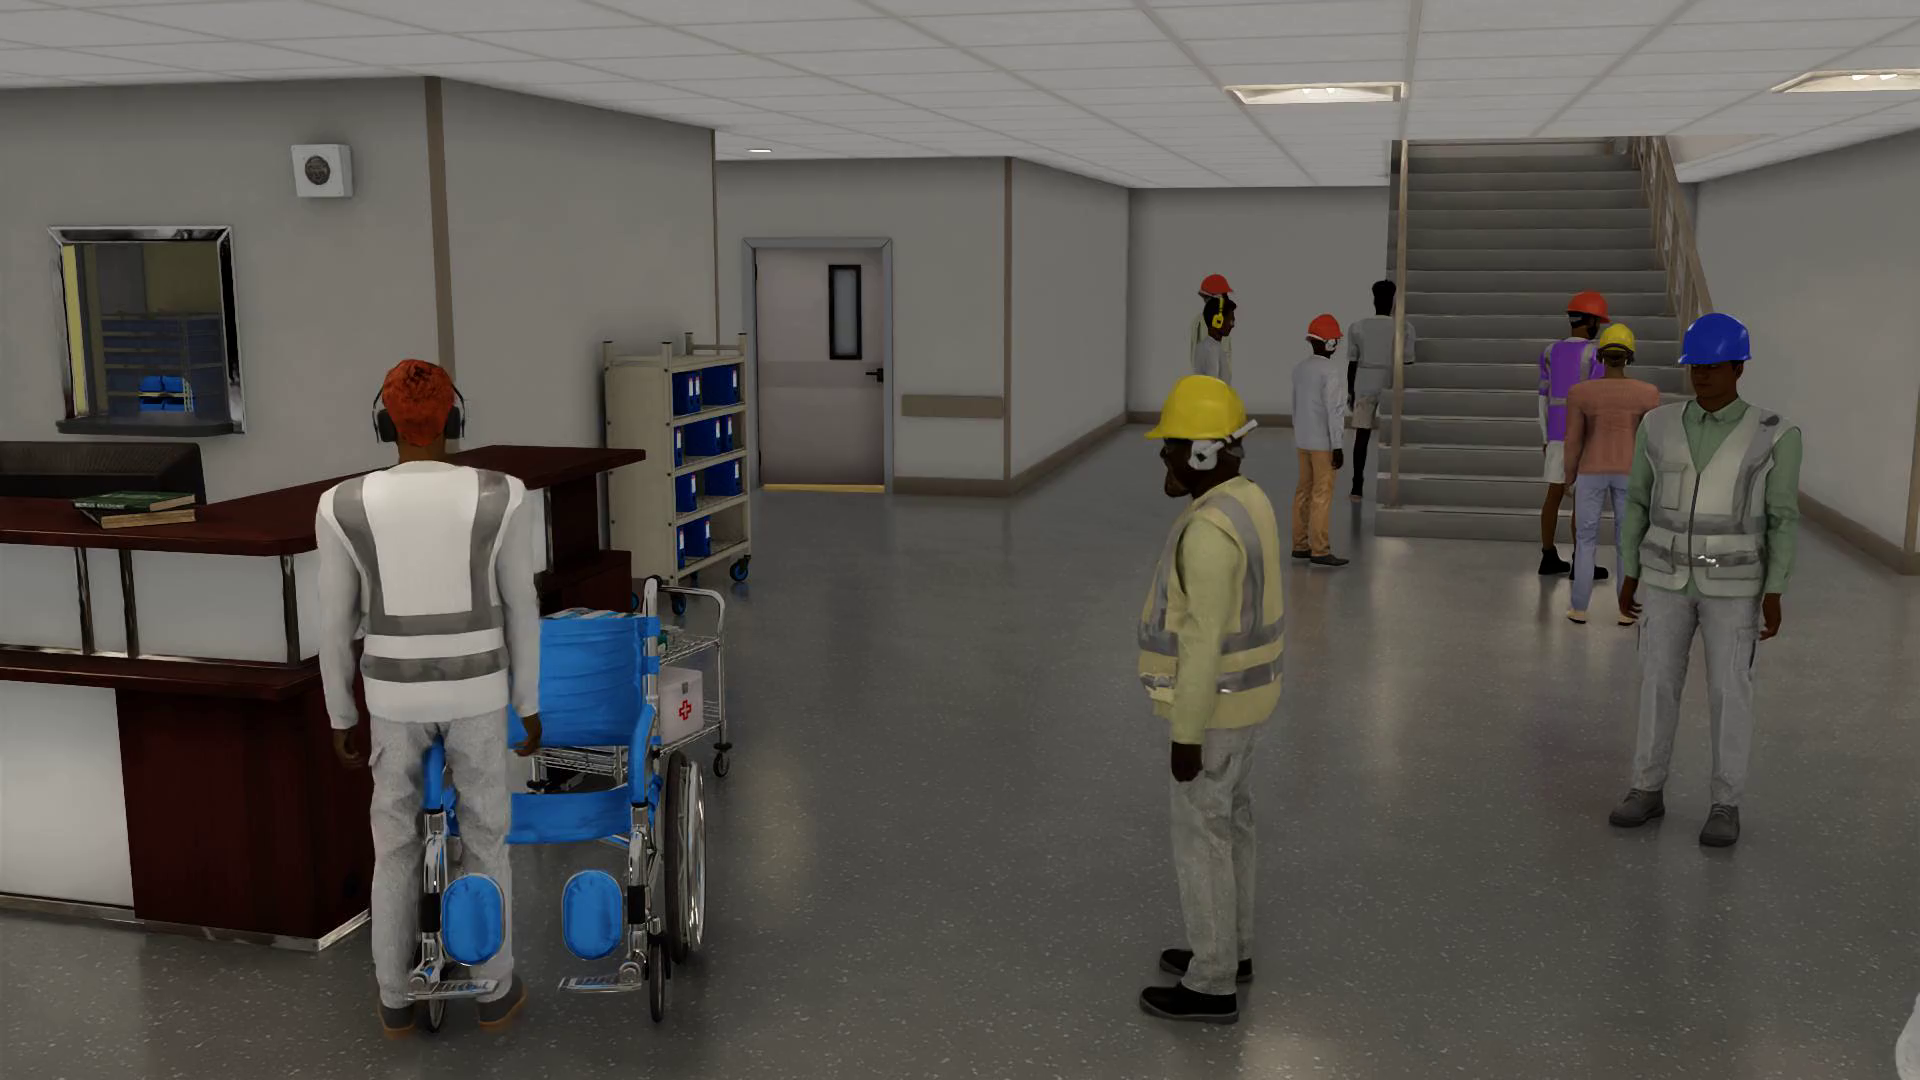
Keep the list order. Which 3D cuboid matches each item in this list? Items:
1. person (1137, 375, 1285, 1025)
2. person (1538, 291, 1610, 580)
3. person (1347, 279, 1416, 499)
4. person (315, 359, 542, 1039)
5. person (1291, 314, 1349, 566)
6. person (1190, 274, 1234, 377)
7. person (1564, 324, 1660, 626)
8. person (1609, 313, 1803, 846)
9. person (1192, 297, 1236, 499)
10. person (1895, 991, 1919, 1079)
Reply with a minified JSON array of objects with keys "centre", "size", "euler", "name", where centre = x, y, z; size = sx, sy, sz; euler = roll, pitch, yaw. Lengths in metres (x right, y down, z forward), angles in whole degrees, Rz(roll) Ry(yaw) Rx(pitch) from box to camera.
[{"centre":[0.705,0.448,4.727],"size":[0.403,1.825,0.603],"euler":[3,10,20],"name":"person"},{"centre":[4.138,-0.697,11.149],"size":[0.374,1.928,0.542],"euler":[-6,11,-31],"name":"person"},{"centre":[3.731,-1.327,14.770],"size":[0.599,1.959,0.368],"euler":[4,11,24],"name":"person"},{"centre":[-1.443,0.445,4.576],"size":[0.581,1.880,0.352],"euler":[-2,10,-11],"name":"person"},{"centre":[2.530,-0.699,11.657],"size":[0.319,1.755,0.573],"euler":[-3,10,-18],"name":"person"},{"centre":[2.293,-1.401,15.091],"size":[0.375,1.997,0.611],"euler":[-3,10,-19],"name":"person"},{"centre":[3.797,-0.375,9.732],"size":[0.524,1.769,0.309],"euler":[3,10,16],"name":"person"},{"centre":[2.739,0.142,6.145],"size":[0.613,1.947,0.388],"euler":[9,13,41],"name":"person"},{"centre":[1.854,-0.825,12.095],"size":[0.329,1.864,0.508],"euler":[0,10,-1],"name":"person"},{"centre":[2.089,0.726,3.078],"size":[0.656,1.825,0.459],"euler":[-1,10,-6],"name":"person"}]
